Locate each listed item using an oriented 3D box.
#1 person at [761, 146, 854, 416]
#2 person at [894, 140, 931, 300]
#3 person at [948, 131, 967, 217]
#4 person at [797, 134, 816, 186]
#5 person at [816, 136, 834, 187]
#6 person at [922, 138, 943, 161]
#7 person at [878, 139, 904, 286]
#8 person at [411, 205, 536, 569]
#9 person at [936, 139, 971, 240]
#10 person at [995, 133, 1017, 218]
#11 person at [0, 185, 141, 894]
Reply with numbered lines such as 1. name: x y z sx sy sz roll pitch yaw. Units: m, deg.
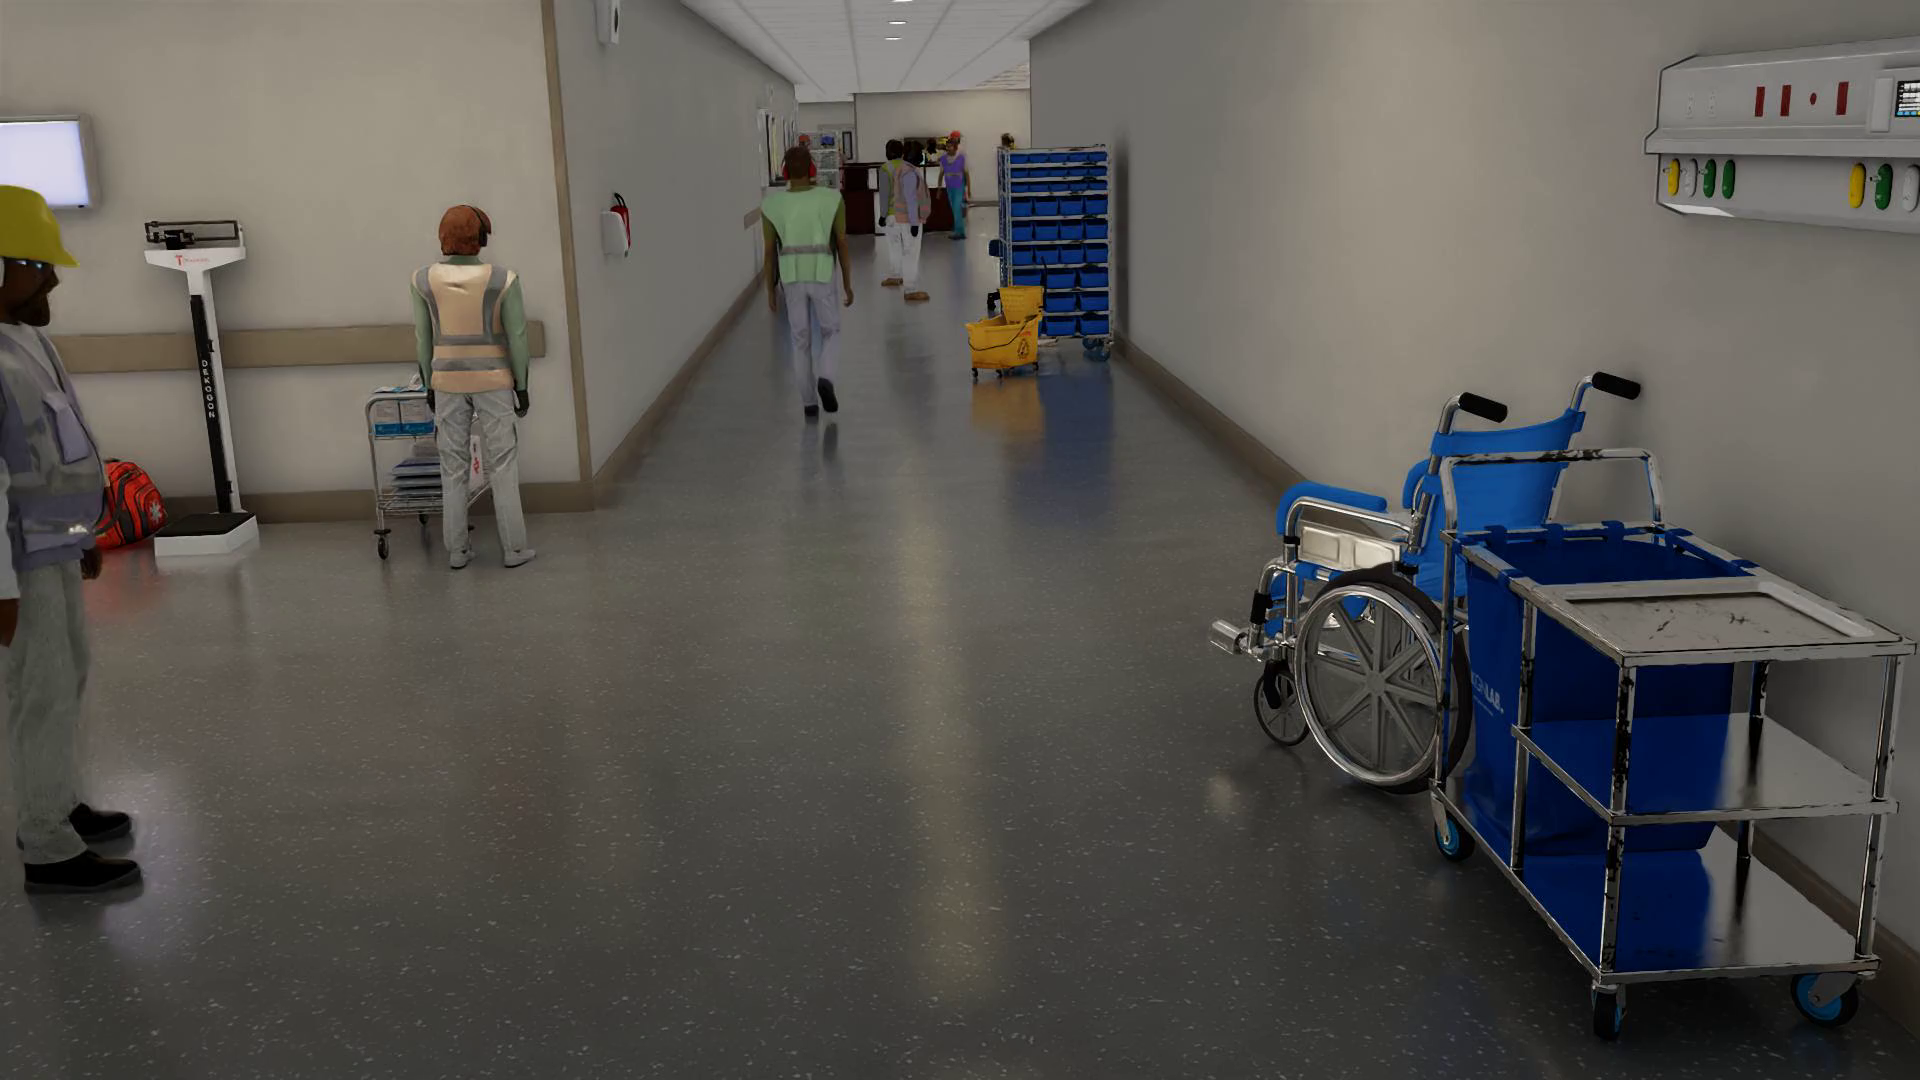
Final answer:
1. person: -1.025 -1.735 11.267 0.604 1.831 0.457 -2 14 -3
2. person: -0.542 -3.709 19.340 0.430 1.836 0.631 -3 14 -6
3. person: -0.093 -8.485 38.594 0.555 1.974 0.658 1 14 12
4. person: -3.410 -8.005 36.980 0.382 1.995 0.612 -12 17 -36
5. person: -3.049 -8.218 37.935 0.407 1.937 0.602 -9 15 -27
6. person: -0.624 -8.197 37.787 0.633 1.835 0.429 -10 16 -30
7. person: -0.814 -4.185 21.294 0.429 1.846 0.625 10 18 41
8. person: -2.170 -0.670 7.452 0.510 1.631 0.310 -1 14 3
9. person: -0.151 -6.347 30.169 0.578 1.804 0.870 7 16 32
10. person: 1.082 -8.207 37.491 0.400 1.902 0.646 11 19 43
11. person: -2.397 0.020 4.269 0.451 1.811 0.626 -5 14 -14
